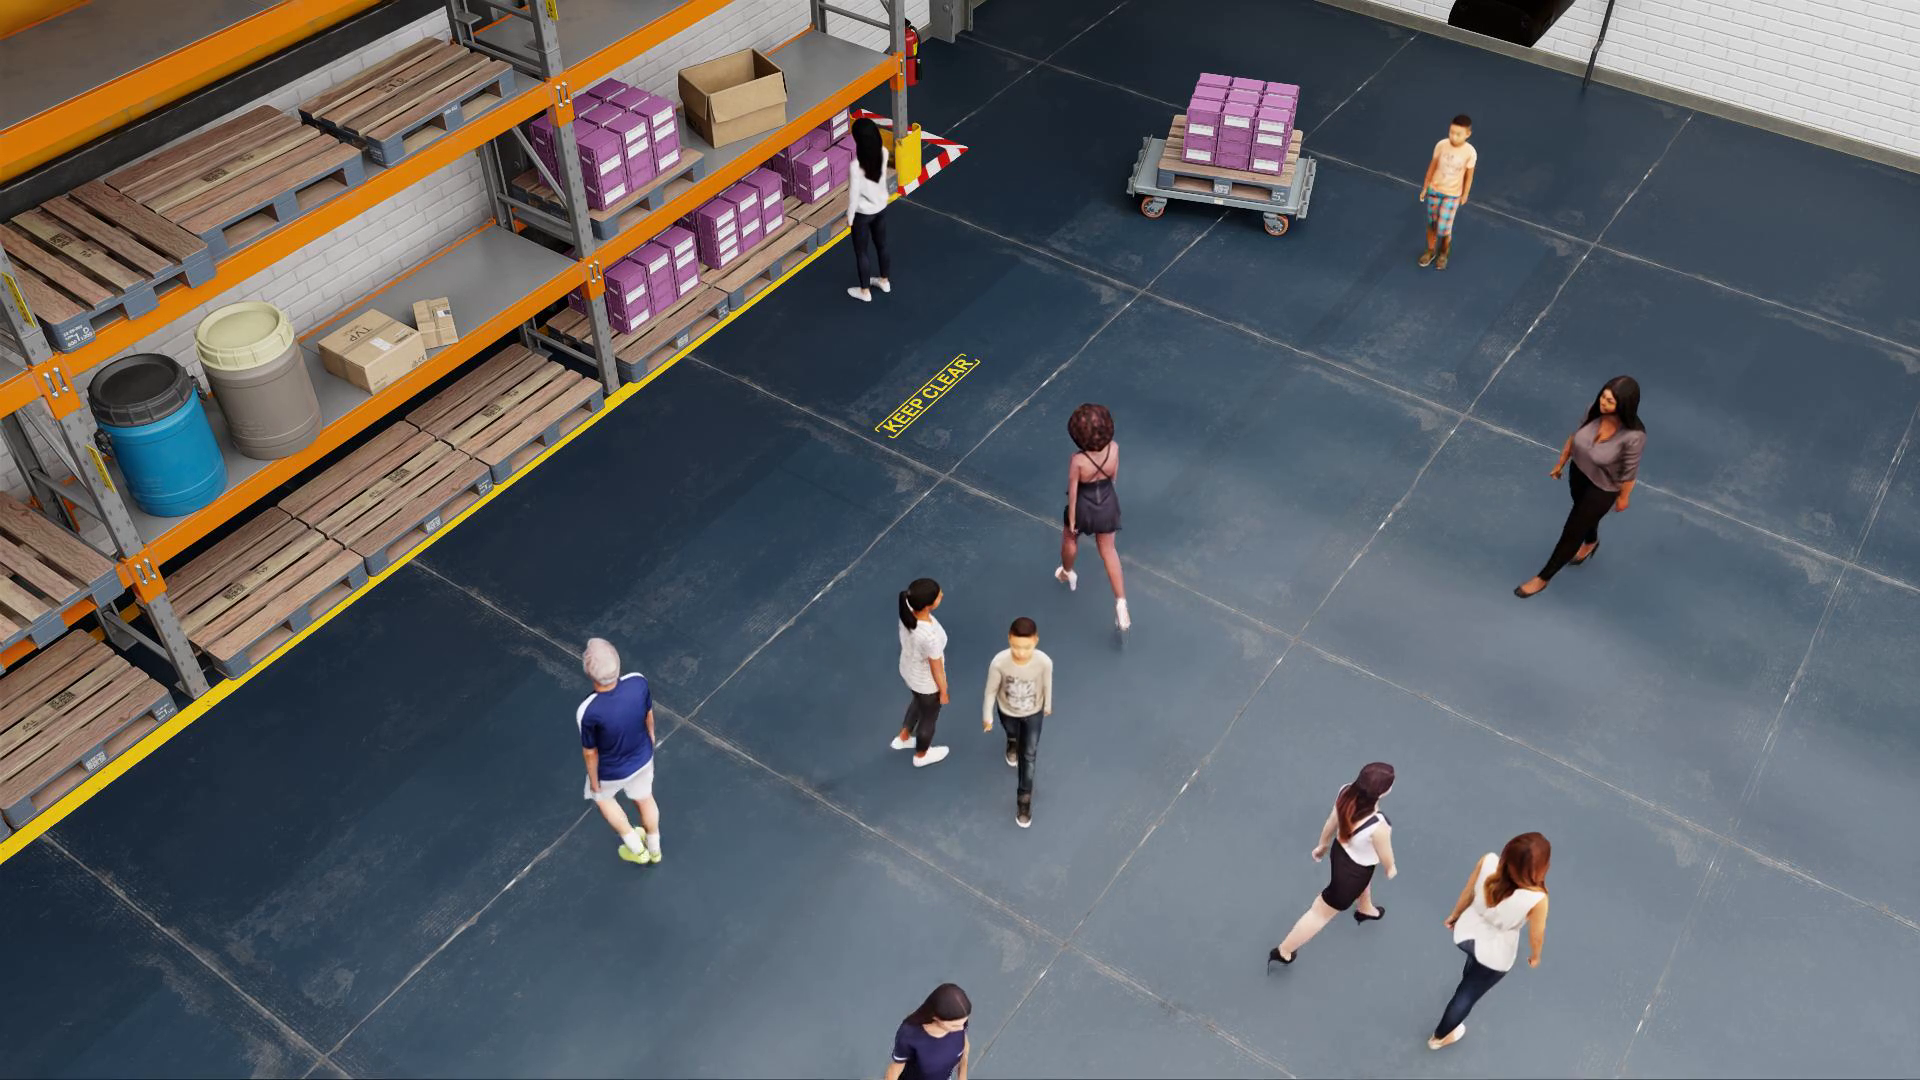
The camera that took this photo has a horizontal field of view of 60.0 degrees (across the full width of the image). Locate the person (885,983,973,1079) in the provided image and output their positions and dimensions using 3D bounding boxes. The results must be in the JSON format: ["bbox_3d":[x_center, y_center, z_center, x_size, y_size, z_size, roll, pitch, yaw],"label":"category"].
[{"bbox_3d":[-0.223,2.633,8.307,0.675,1.735,0.797,-20,47,-20],"label":"person"}]

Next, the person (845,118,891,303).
[{"bbox_3d":[-0.745,-2.794,14.028,0.694,1.702,0.502,29,51,27],"label":"person"}]

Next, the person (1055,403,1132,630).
[{"bbox_3d":[0.937,-0.137,11.198,1.069,1.758,1.006,-15,46,-15],"label":"person"}]

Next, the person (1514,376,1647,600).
[{"bbox_3d":[4.437,-0.405,11.450,1.243,1.798,1.034,-19,47,-19],"label":"person"}]

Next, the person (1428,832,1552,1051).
[{"bbox_3d":[2.715,2.167,8.774,0.942,1.767,0.803,-26,49,-24],"label":"person"}]

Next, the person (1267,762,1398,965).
[{"bbox_3d":[2.090,1.860,9.214,1.111,1.602,0.918,-17,46,-17],"label":"person"}]

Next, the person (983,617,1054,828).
[{"bbox_3d":[0.367,0.980,10.265,0.901,1.428,1.073,2,44,2],"label":"person"}]

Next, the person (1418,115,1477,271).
[{"bbox_3d":[4.254,-3.063,14.492,0.517,1.451,0.525,26,49,25],"label":"person"}]

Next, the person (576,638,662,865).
[{"bbox_3d":[-1.911,1.311,9.628,0.619,1.827,0.766,-34,53,-31],"label":"person"}]

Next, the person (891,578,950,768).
[{"bbox_3d":[-0.297,0.852,10.249,0.751,1.636,0.702,-20,47,-20],"label":"person"}]
